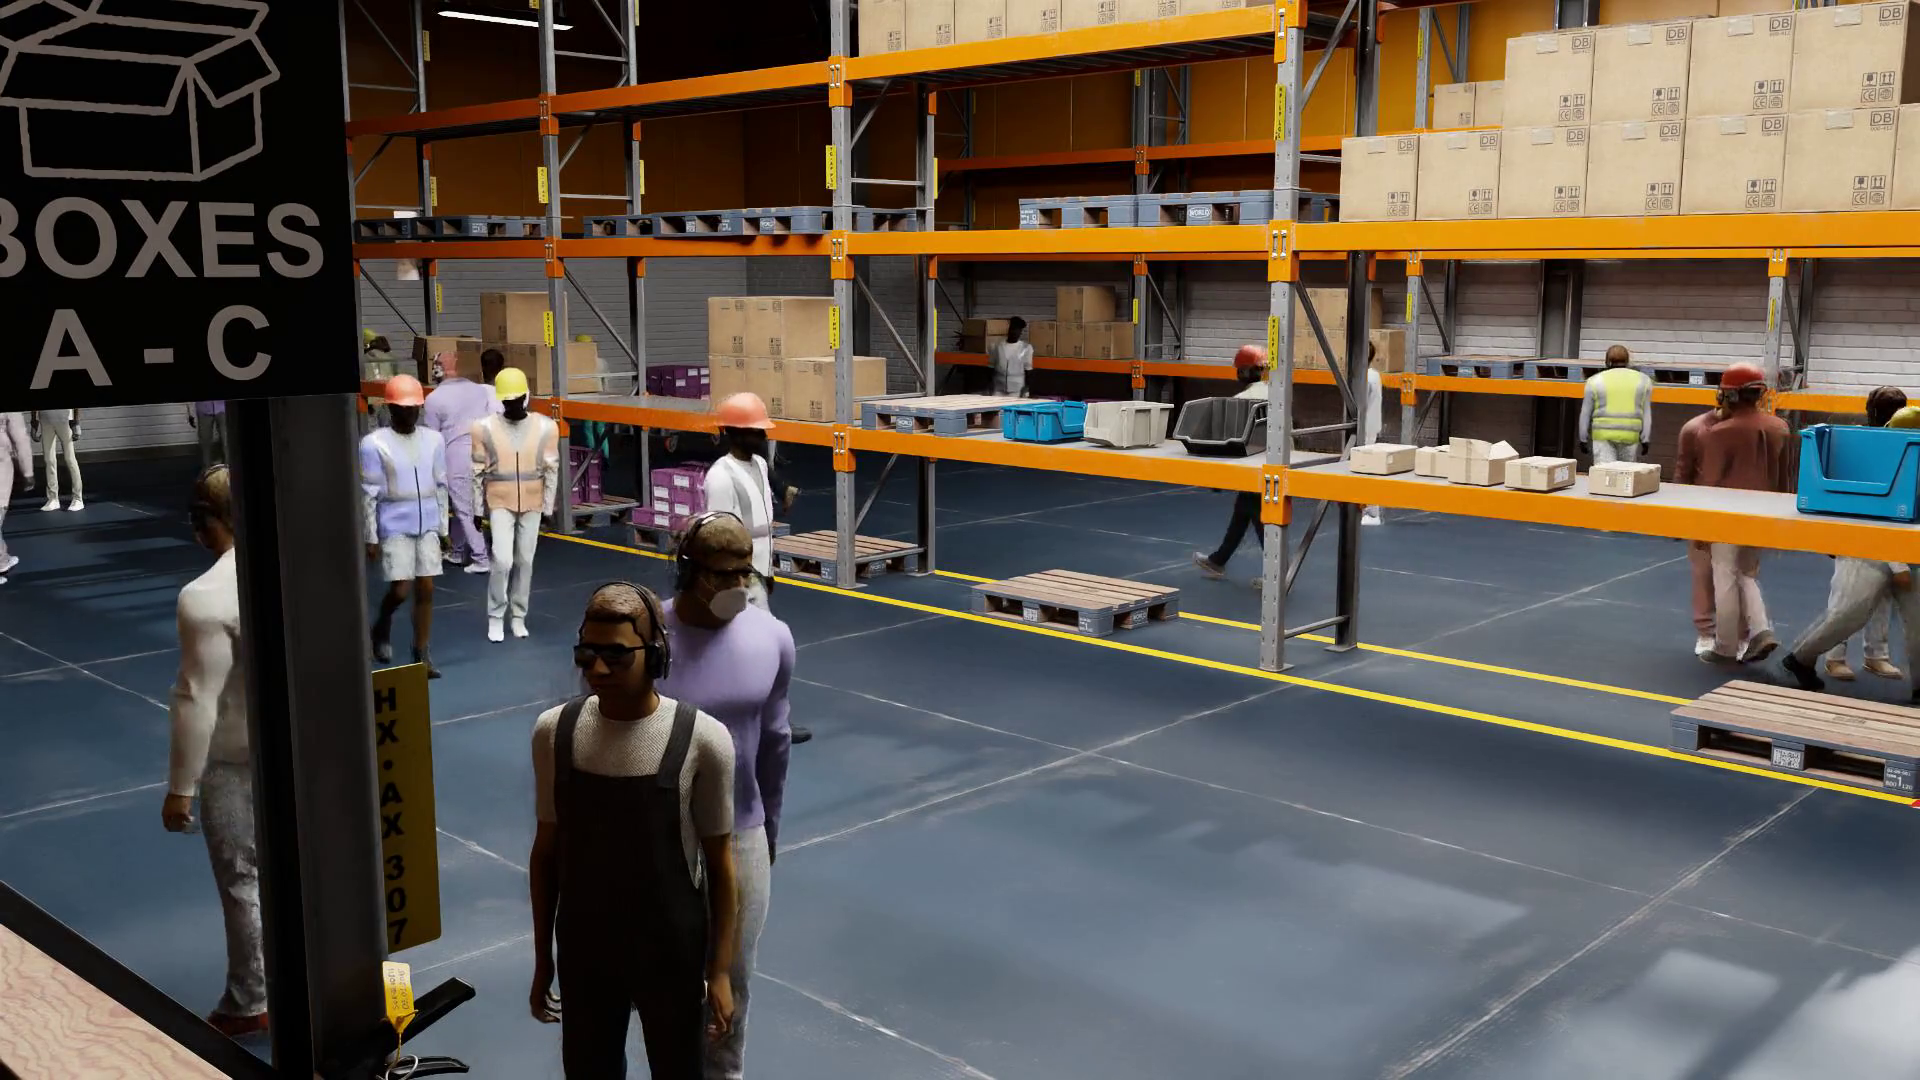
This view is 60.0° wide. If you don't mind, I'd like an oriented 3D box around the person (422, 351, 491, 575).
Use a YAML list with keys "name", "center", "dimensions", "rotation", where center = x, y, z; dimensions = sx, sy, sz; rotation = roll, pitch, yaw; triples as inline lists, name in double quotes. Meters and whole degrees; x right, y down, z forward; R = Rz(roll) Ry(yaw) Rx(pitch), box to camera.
- name: "person"
  center: [-4.302, -0.646, 13.999]
  dimensions: [0.913, 1.862, 0.654]
  rotation: [5, 11, 30]

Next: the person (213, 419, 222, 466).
- name: "person"
  center: [-9.608, -1.811, 21.665]
  dimensions: [0.316, 1.695, 0.541]
  rotation: [1, 9, 4]

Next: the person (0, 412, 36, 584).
- name: "person"
  center: [-7.910, -0.582, 13.637]
  dimensions: [0.654, 1.857, 0.949]
  rotation: [0, 9, 2]

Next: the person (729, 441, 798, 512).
- name: "person"
  center: [-2.141, -1.266, 17.277]
  dimensions: [0.903, 2.000, 0.686]
  rotation: [1, 9, 8]

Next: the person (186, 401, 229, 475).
- name: "person"
  center: [-8.612, -1.498, 19.205]
  dimensions: [0.602, 1.883, 0.641]
  rotation: [-4, 10, -21]

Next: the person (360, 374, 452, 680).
- name: "person"
  center: [-3.475, -0.087, 10.426]
  dimensions: [0.531, 1.923, 0.543]
  rotation: [9, 13, 44]

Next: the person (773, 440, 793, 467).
- name: "person"
  center: [-2.354, -1.910, 21.570]
  dimensions: [0.369, 1.929, 0.542]
  rotation: [1, 9, 5]

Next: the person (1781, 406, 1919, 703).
- name: "person"
  center: [5.446, 0.077, 9.861]
  dimensions: [0.581, 1.786, 0.940]
  rotation: [-9, 13, -43]

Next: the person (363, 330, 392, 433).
- name: "person"
  center: [-7.493, -1.775, 21.179]
  dimensions: [0.693, 1.782, 0.611]
  rotation: [2, 10, 13]

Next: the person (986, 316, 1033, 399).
- name: "person"
  center: [0.667, -2.059, 22.473]
  dimensions: [0.658, 1.934, 0.406]
  rotation: [2, 10, 14]

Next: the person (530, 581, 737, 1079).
- name: "person"
  center: [-0.778, 1.005, 3.949]
  dimensions: [0.504, 1.847, 0.345]
  rotation: [1, 9, 7]

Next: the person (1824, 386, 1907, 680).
- name: "person"
  center: [5.703, -0.040, 10.367]
  dimensions: [0.633, 1.842, 0.429]
  rotation: [-1, 9, -7]

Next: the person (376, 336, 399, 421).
- name: "person"
  center: [-8.017, -2.025, 23.176]
  dimensions: [0.270, 1.633, 0.506]
  rotation: [6, 11, 31]

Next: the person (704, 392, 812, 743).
- name: "person"
  center: [-1.232, 0.145, 9.031]
  dimensions: [0.845, 1.910, 0.551]
  rotation: [3, 10, 17]

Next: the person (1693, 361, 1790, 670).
- name: "person"
  center: [4.945, -0.145, 10.582]
  dimensions: [0.643, 1.979, 0.433]
  rotation: [-3, 10, -18]

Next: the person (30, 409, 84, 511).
- name: "person"
  center: [-9.569, -1.225, 17.586]
  dimensions: [0.516, 1.861, 0.317]
  rotation: [0, 9, -2]

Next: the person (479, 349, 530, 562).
- name: "person"
  center: [-4.054, -0.748, 14.682]
  dimensions: [0.596, 1.866, 1.009]
  rotation: [-9, 13, -43]

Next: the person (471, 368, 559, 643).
- name: "person"
  center: [-3.038, -0.237, 11.425]
  dimensions: [0.584, 1.889, 0.607]
  rotation: [-4, 10, -23]

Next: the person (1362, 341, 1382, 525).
- name: "person"
  center: [4.009, -1.059, 16.583]
  dimensions: [0.500, 1.853, 0.508]
  rotation: [3, 10, 17]

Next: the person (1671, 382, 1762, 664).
- name: "person"
  center: [4.976, -0.140, 10.831]
  dimensions: [0.667, 1.887, 0.635]
  rotation: [4, 10, 25]

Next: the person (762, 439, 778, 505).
- name: "person"
  center: [-2.171, -1.249, 18.010]
  dimensions: [0.533, 1.767, 0.327]
  rotation: [-3, 10, -16]

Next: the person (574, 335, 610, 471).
- name: "person"
  center: [-4.632, -1.724, 21.002]
  dimensions: [0.511, 1.733, 0.601]
  rotation: [7, 12, 37]

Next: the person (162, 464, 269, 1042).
- name: "person"
  center: [-2.340, 0.711, 5.503]
  dimensions: [0.439, 1.924, 0.700]
  rotation: [1, 9, 6]

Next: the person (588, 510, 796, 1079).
- name: "person"
  center: [-0.818, 0.834, 4.809]
  dimensions: [0.649, 1.912, 0.721]
  rotation: [-7, 11, -35]

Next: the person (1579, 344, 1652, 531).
- name: "person"
  center: [6.411, -1.002, 16.325]
  dimensions: [0.654, 1.819, 0.563]
  rotation: [2, 9, 12]

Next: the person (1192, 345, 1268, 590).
- name: "person"
  center: [2.250, -0.581, 13.351]
  dimensions: [0.994, 1.943, 0.651]
  rotation: [8, 12, 42]
